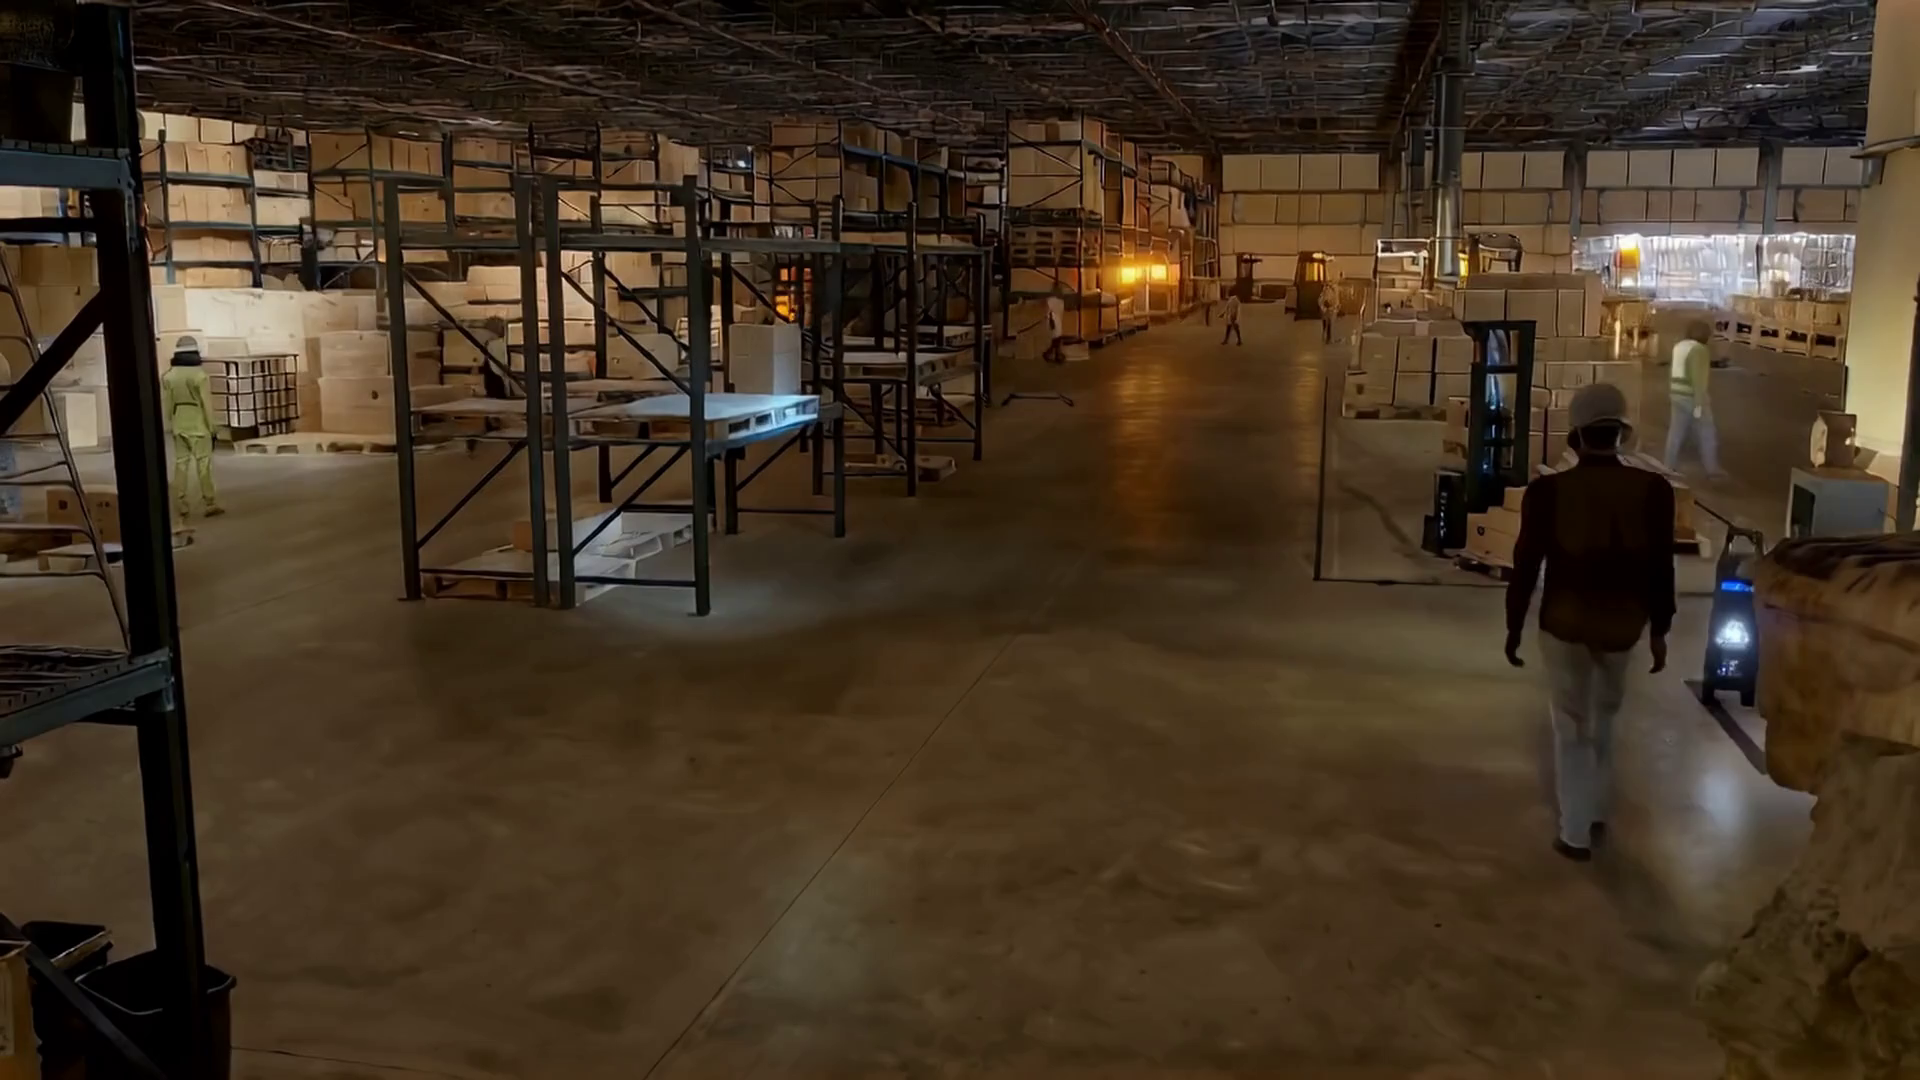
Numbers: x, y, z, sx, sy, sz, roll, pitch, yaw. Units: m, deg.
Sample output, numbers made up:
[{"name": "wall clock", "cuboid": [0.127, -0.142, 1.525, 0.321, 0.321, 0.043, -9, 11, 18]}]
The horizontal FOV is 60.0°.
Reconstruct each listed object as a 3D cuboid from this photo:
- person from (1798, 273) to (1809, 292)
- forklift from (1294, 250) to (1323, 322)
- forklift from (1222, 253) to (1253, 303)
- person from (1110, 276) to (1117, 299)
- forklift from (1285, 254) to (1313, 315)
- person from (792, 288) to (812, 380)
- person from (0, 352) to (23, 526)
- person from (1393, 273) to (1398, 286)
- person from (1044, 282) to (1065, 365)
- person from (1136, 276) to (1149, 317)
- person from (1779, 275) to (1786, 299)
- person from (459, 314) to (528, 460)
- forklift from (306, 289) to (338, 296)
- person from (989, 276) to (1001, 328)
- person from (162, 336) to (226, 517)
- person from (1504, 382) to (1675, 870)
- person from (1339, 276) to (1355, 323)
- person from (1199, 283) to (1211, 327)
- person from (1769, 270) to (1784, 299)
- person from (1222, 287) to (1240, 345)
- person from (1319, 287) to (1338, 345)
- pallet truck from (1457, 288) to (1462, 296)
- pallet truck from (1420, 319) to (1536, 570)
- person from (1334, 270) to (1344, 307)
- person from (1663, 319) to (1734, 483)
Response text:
[{"name": "person", "cuboid": [35.378, -10.245, 69.772, 0.409, 1.903, 0.639, 6, 11, 32]}, {"name": "forklift", "cuboid": [13.778, -10.002, 65.433, 1.129, 2.768, 1.873, 2, 10, 12]}, {"name": "forklift", "cuboid": [15.688, -14.604, 92.687, 1.873, 2.768, 1.129, 7, 12, 34]}, {"name": "person", "cuboid": [8.538, -13.995, 92.101, 0.759, 1.865, 0.809, -3, 10, -15]}, {"name": "forklift", "cuboid": [15.446, -11.421, 73.838, 1.873, 2.768, 1.129, 2, 10, 12]}, {"name": "person", "cuboid": [-3.227, -4.058, 33.112, 0.722, 1.914, 0.550, 1, 10, 8]}, {"name": "person", "cuboid": [-8.932, -1.069, 15.365, 0.367, 1.932, 0.623, -4, 11, -24]}, {"name": "person", "cuboid": [23.089, -13.293, 88.317, 0.480, 1.732, 0.349, -5, 11, -30]}, {"name": "person", "cuboid": [2.263, -5.036, 38.747, 0.412, 1.952, 0.646, 6, 11, 31]}, {"name": "person", "cuboid": [6.467, -8.536, 59.726, 0.847, 1.871, 0.676, 3, 10, 19]}, {"name": "person", "cuboid": [36.708, -10.988, 74.500, 0.582, 1.800, 0.961, 2, 10, 13]}, {"name": "person", "cuboid": [-5.768, -1.892, 20.580, 0.945, 1.810, 0.516, -5, 11, -27]}, {"name": "forklift", "cuboid": [-19.954, -7.721, 51.928, 1.129, 2.768, 1.873, -5, 11, -28]}, {"name": "person", "cuboid": [1.140, -8.460, 59.282, 0.683, 1.868, 0.669, -3, 10, -16]}, {"name": "person", "cuboid": [-7.373, -1.081, 15.978, 0.485, 1.741, 0.302, 1, 10, 5]}, {"name": "person", "cuboid": [2.555, 0.334, 6.887, 0.646, 1.975, 0.672, 0, 10, -2]}, {"name": "person", "cuboid": [15.122, -9.397, 64.979, 0.619, 1.819, 0.412, 1, 10, 8]}, {"name": "person", "cuboid": [8.952, -8.556, 60.593, 0.375, 1.621, 0.534, -6, 11, -32]}, {"name": "person", "cuboid": [36.148, -10.948, 73.651, 0.611, 1.996, 0.379, -2, 10, -14]}, {"name": "person", "cuboid": [7.814, -6.444, 47.912, 0.617, 1.671, 0.545, -3, 10, -15]}, {"name": "person", "cuboid": [10.687, -6.498, 48.220, 0.533, 1.676, 0.669, 3, 10, 19]}, {"name": "pallet truck", "cuboid": [20.506, -9.785, 68.819, 0.653, 1.274, 1.630, 2, 10, 12]}, {"name": "pallet truck", "cuboid": [4.543, -0.757, 13.299, 0.823, 1.965, 1.885, -4, 10, -22]}, {"name": "person", "cuboid": [18.268, -12.003, 80.078, 0.608, 1.942, 0.410, -6, 11, -32]}, {"name": "person", "cuboid": [8.197, -1.523, 18.371, 0.839, 1.811, 0.662, -1, 10, -6]}]
